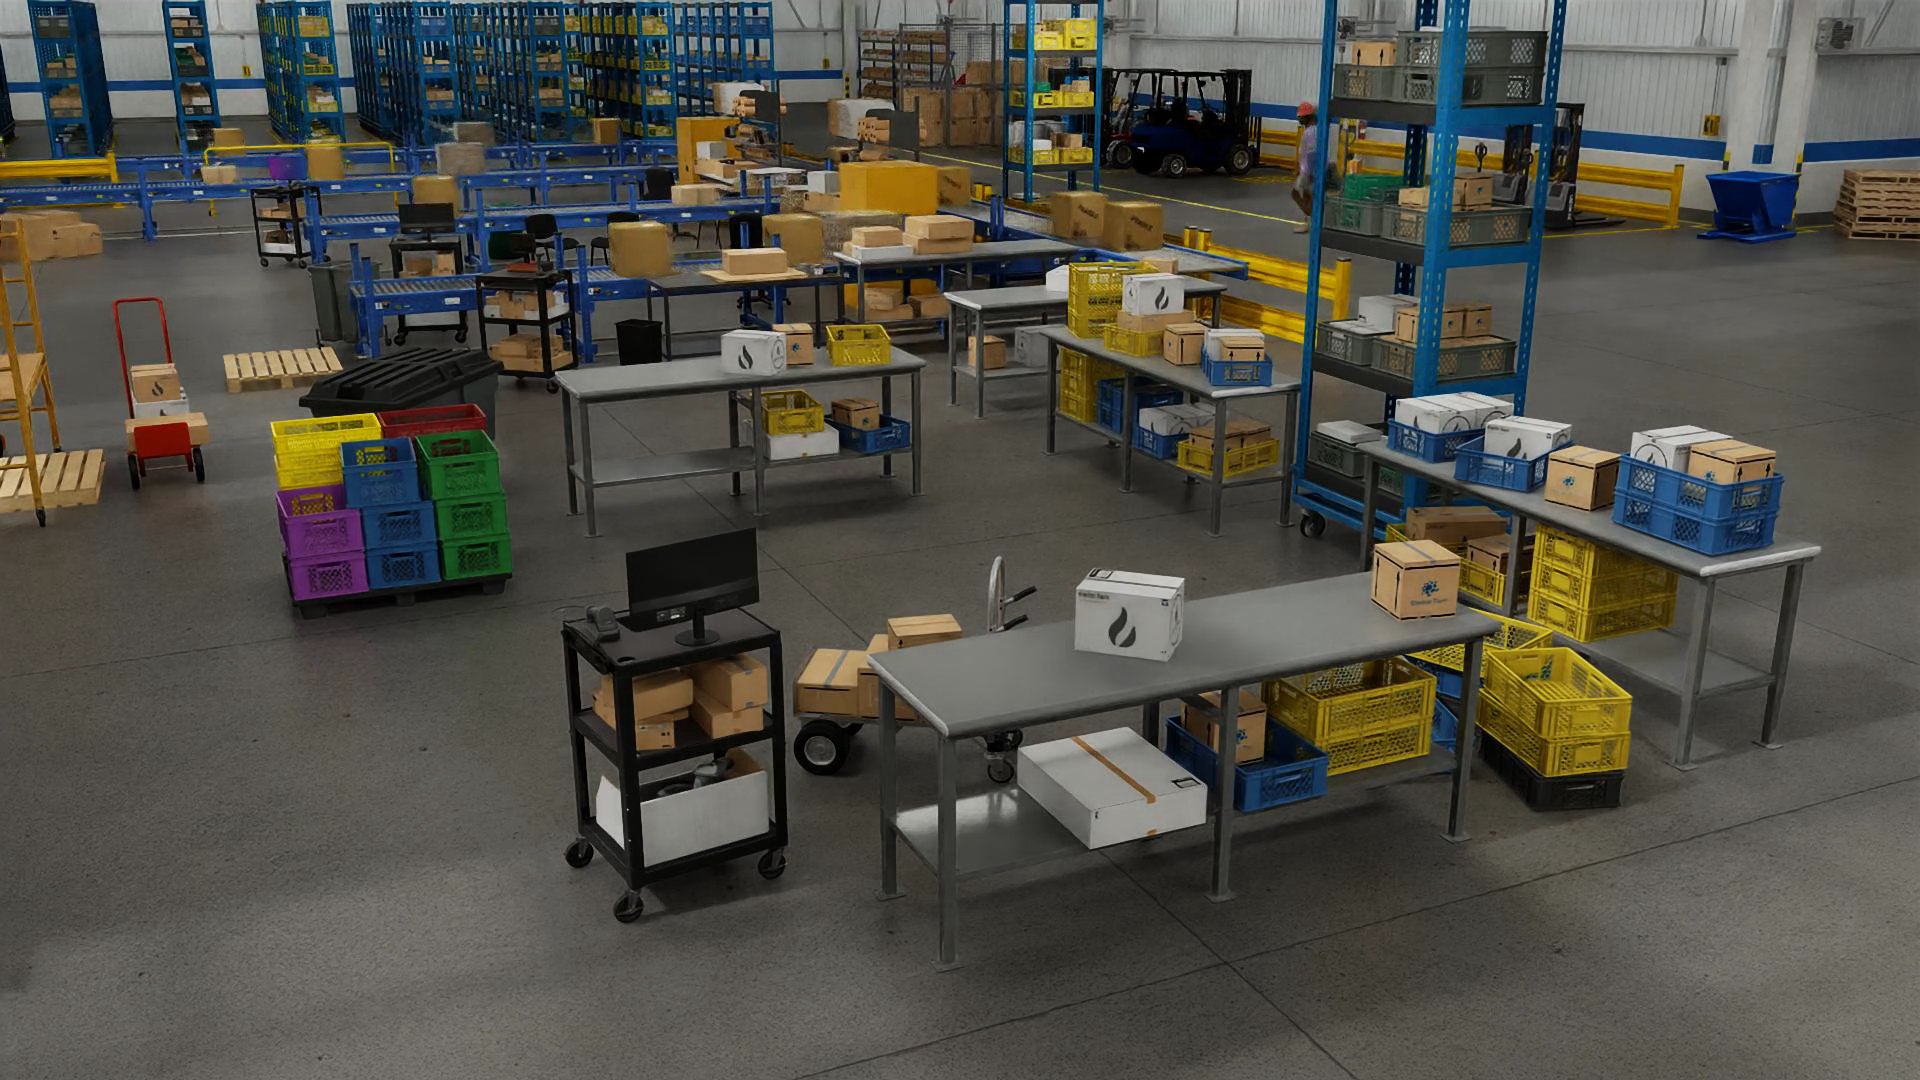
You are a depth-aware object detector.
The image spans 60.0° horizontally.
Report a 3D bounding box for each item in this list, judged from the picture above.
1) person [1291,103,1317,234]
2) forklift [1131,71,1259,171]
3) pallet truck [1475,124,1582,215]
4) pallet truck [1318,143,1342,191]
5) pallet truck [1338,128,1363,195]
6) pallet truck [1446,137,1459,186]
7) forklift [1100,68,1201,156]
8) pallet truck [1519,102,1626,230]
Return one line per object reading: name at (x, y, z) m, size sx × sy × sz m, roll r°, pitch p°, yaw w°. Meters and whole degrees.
person at (5.390, -5.781, 25.940) m, size 0.449 × 2.019 × 0.605 m, roll 6°, pitch 18°, yaw 17°
forklift at (4.998, -8.936, 35.413) m, size 2.680 × 1.987 × 1.157 m, roll -9°, pitch 20°, yaw -25°
pallet truck at (9.707, -6.455, 28.103) m, size 1.885 × 1.965 × 0.823 m, roll -7°, pitch 19°, yaw -20°
pallet truck at (7.723, -7.504, 32.656) m, size 1.601 × 1.201 × 0.680 m, roll -8°, pitch 19°, yaw -23°
pallet truck at (7.845, -7.140, 31.411) m, size 1.522 × 1.261 × 0.704 m, roll -9°, pitch 20°, yaw -25°
pallet truck at (9.184, -6.485, 29.328) m, size 1.630 × 1.274 × 0.653 m, roll -8°, pitch 19°, yaw -23°
forklift at (4.082, -9.564, 37.410) m, size 2.680 × 1.987 × 1.157 m, roll -8°, pitch 19°, yaw -23°
pallet truck at (9.972, -6.037, 26.785) m, size 1.885 × 1.965 × 0.823 m, roll -9°, pitch 20°, yaw -25°
